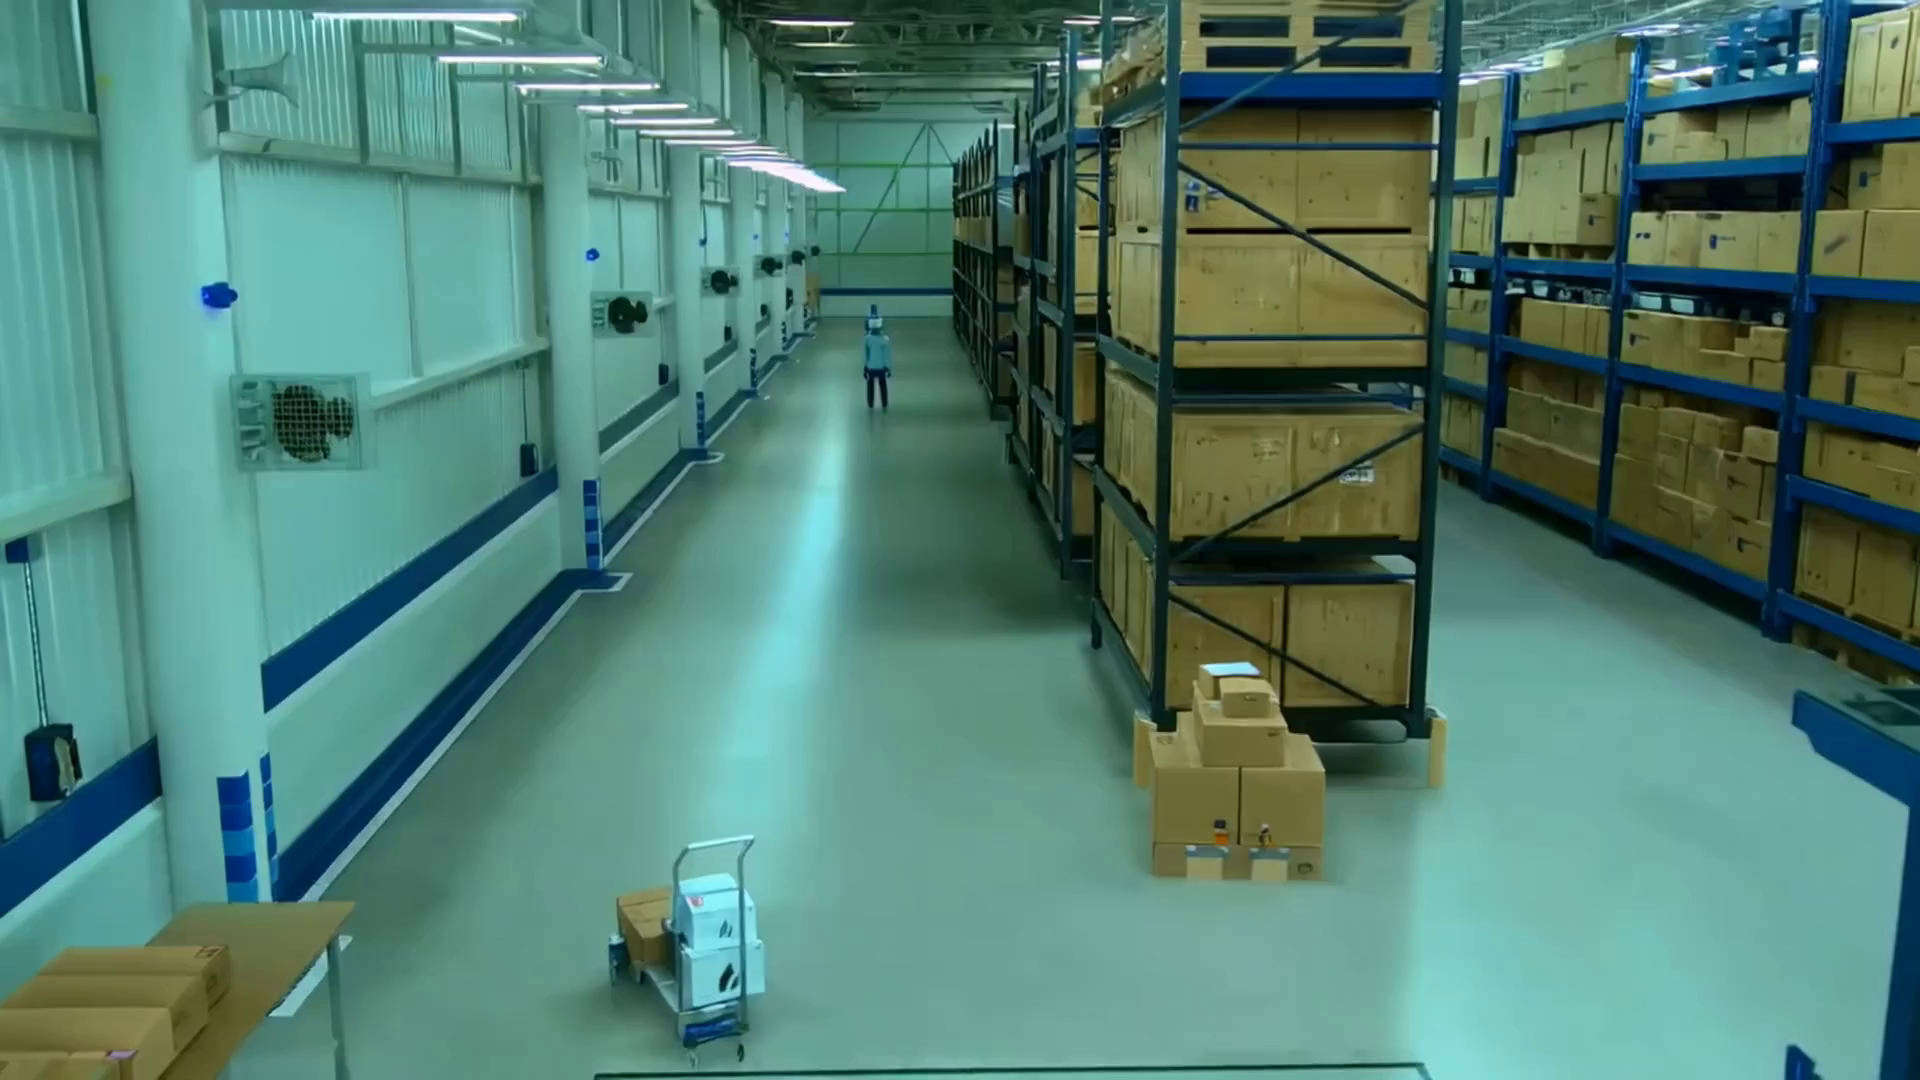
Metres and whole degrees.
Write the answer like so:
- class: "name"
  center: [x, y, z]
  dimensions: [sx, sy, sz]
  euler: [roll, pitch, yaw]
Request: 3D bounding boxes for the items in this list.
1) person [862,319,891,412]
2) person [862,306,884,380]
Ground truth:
- class: "person"
  center: [-1.789, -3.734, 35.617]
  dimensions: [0.616, 1.987, 0.407]
  euler: [0, 11, 1]
- class: "person"
  center: [-2.230, -5.058, 42.714]
  dimensions: [0.600, 1.906, 0.411]
  euler: [-2, 11, -11]
